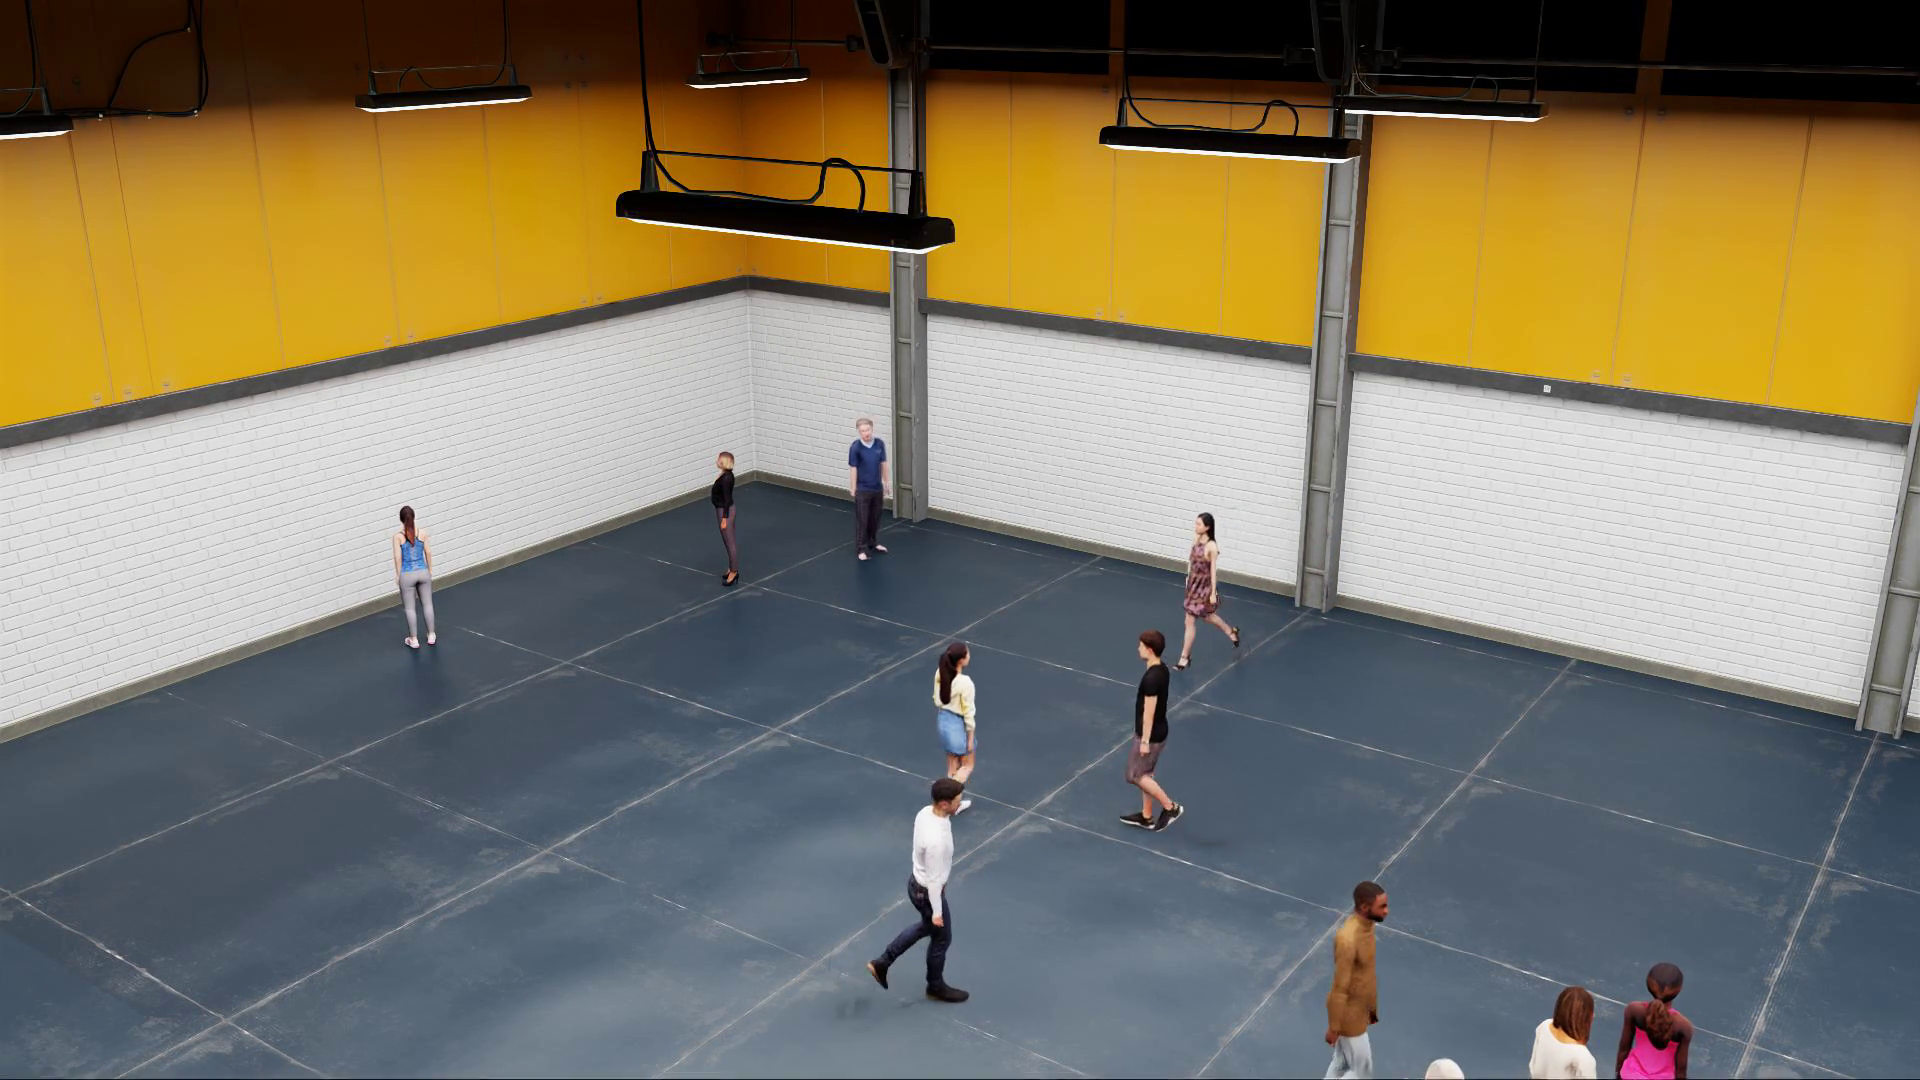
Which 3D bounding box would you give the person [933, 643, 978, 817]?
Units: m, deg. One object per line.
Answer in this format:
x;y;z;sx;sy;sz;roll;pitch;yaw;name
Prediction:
-0.098;1.695;14.551;0.686;1.617;0.726;16;24;39;person

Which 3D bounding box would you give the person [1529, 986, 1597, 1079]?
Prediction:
3.434;3.328;9.609;0.761;1.677;0.673;-6;20;-18;person

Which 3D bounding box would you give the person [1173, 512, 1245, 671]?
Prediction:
2.658;0.552;17.748;1.014;1.744;1.130;-9;21;-25;person

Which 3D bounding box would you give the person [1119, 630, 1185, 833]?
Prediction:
1.710;1.666;14.276;0.922;1.848;0.835;4;19;12;person

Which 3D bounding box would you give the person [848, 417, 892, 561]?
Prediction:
-1.159;-0.677;21.224;0.825;1.853;0.823;-15;24;-38;person

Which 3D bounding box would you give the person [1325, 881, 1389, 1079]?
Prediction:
2.376;2.960;10.516;0.624;1.796;0.693;11;22;30;person

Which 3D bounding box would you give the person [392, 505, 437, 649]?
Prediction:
-6.051;0.397;18.420;0.631;1.608;0.623;-13;22;-33;person

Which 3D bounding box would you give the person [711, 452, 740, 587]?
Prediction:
-2.833;-0.274;20.314;0.715;1.672;0.673;-2;19;-5;person

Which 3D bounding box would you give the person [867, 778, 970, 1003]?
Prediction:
-0.303;2.502;11.804;1.105;1.841;1.028;-3;19;-10;person

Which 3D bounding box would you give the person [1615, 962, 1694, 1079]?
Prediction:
4.032;3.250;9.770;0.466;1.722;0.587;13;22;33;person
